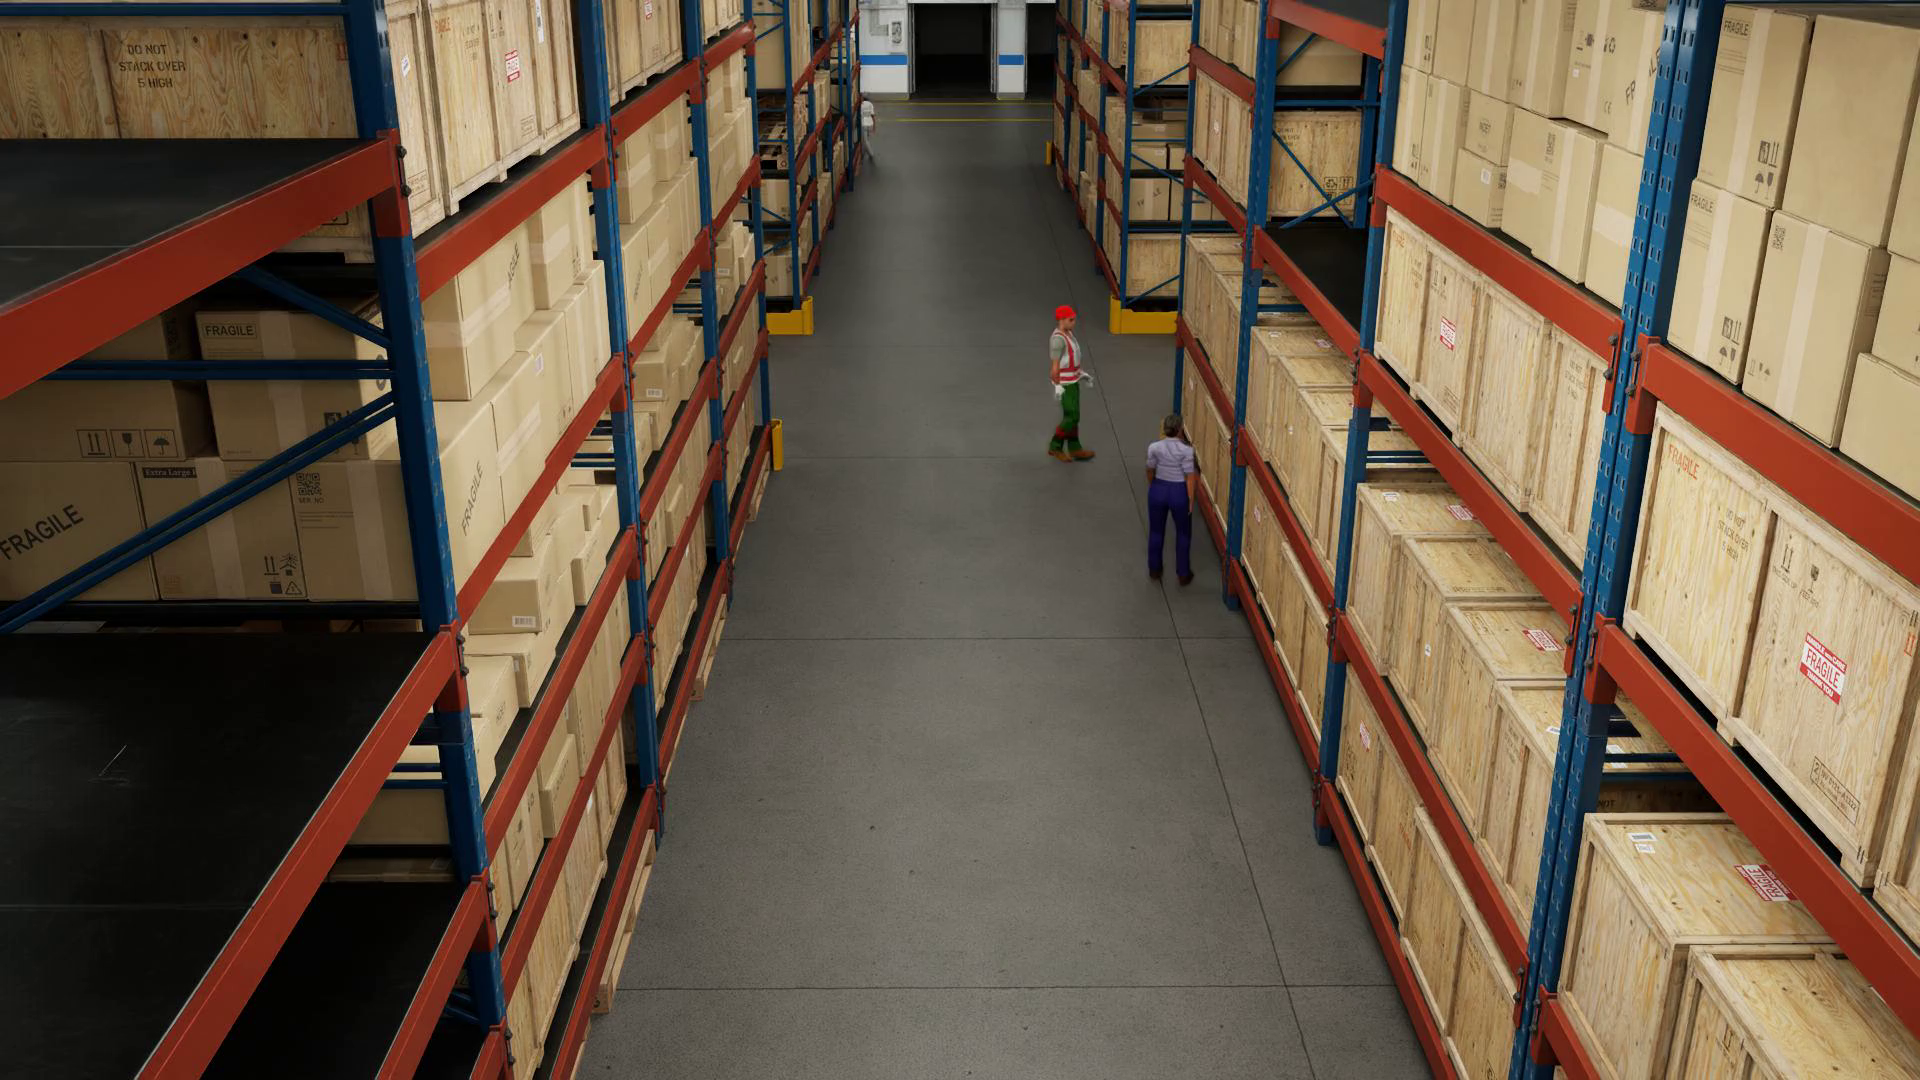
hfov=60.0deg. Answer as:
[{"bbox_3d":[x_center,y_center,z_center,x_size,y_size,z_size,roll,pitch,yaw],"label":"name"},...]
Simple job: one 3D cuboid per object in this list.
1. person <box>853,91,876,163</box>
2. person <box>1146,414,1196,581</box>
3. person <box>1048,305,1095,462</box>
[{"bbox_3d":[-2.316,-9.890,39.752,0.513,1.630,0.942,-18,28,-38],"label":"person"},{"bbox_3d":[1.989,-0.409,15.674,0.496,1.656,0.444,7,23,18],"label":"person"},{"bbox_3d":[1.289,-1.787,18.961,0.519,1.788,0.560,6,22,15],"label":"person"}]
